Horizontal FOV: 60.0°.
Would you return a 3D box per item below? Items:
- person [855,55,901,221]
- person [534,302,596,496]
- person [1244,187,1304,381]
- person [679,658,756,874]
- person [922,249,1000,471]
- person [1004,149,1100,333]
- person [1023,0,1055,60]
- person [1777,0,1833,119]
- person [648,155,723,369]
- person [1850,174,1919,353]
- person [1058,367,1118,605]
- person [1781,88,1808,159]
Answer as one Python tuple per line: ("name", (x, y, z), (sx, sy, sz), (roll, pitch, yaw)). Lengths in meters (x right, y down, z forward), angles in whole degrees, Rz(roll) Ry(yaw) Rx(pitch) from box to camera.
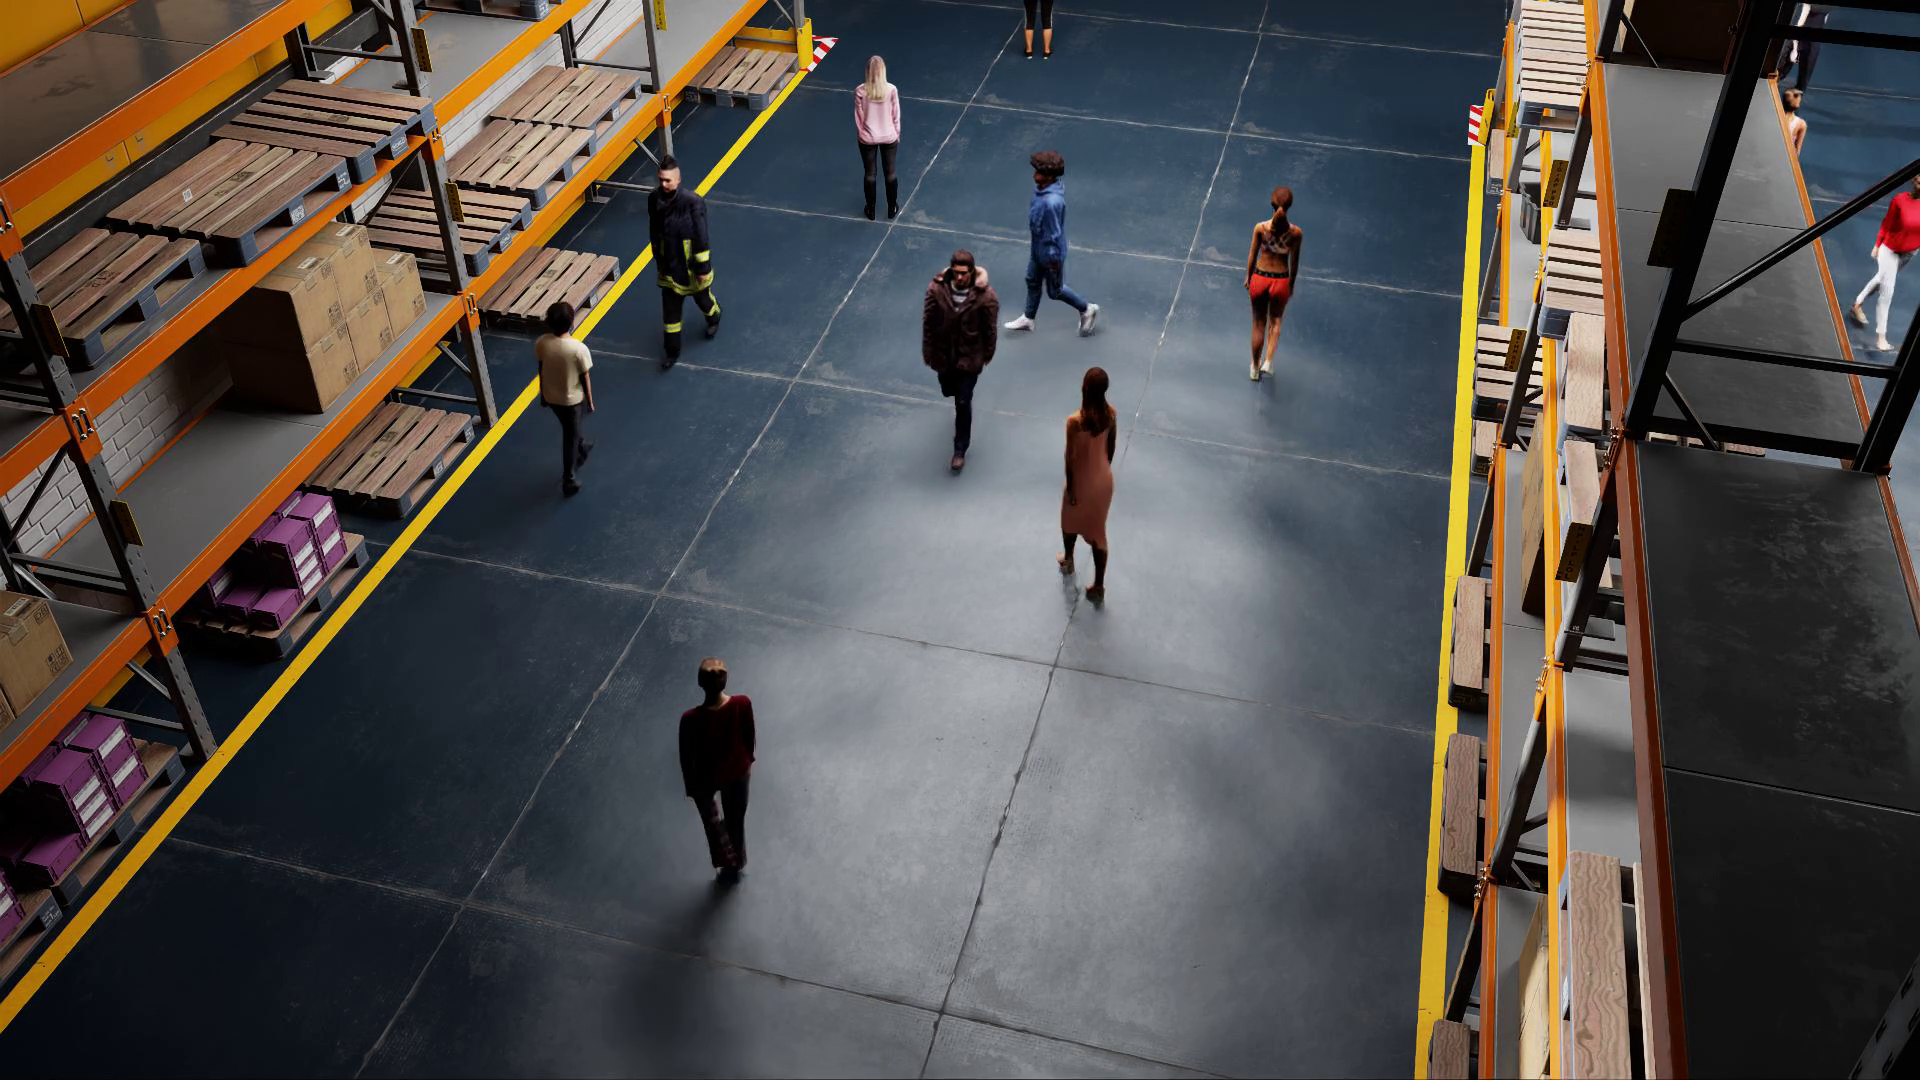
("person", (-0.815, -3.991, 16.506), (0.672, 1.688, 0.656), (-4, 39, -5))
("person", (-3.105, -1.064, 12.952), (0.620, 1.548, 0.915), (11, 40, 13))
("person", (2.617, -2.103, 14.071), (0.603, 1.776, 0.664), (6, 39, 7))
("person", (-1.377, 1.386, 9.772), (0.760, 1.688, 0.807), (-15, 41, -18))
("person", (0.001, -1.532, 13.326), (0.764, 1.814, 1.131), (11, 40, 14))
("person", (0.855, -2.608, 14.693), (1.040, 1.788, 1.126), (-6, 39, -8))
("person", (0.935, -6.555, 19.732), (0.611, 1.668, 0.558), (5, 39, 6))
("person", (9.272, -5.531, 18.416), (0.941, 1.711, 1.156), (-9, 40, -12))
("person", (-2.375, -2.495, 14.518), (0.775, 1.831, 1.130), (7, 39, 9))
("person", (8.280, -2.572, 14.768), (0.750, 1.640, 1.187), (0, 39, 0))
("person", (0.950, -0.333, 11.840), (0.861, 1.794, 0.961), (-18, 42, -21))
("person", (7.802, -3.510, 15.939), (0.602, 1.643, 0.610), (4, 39, 5))
